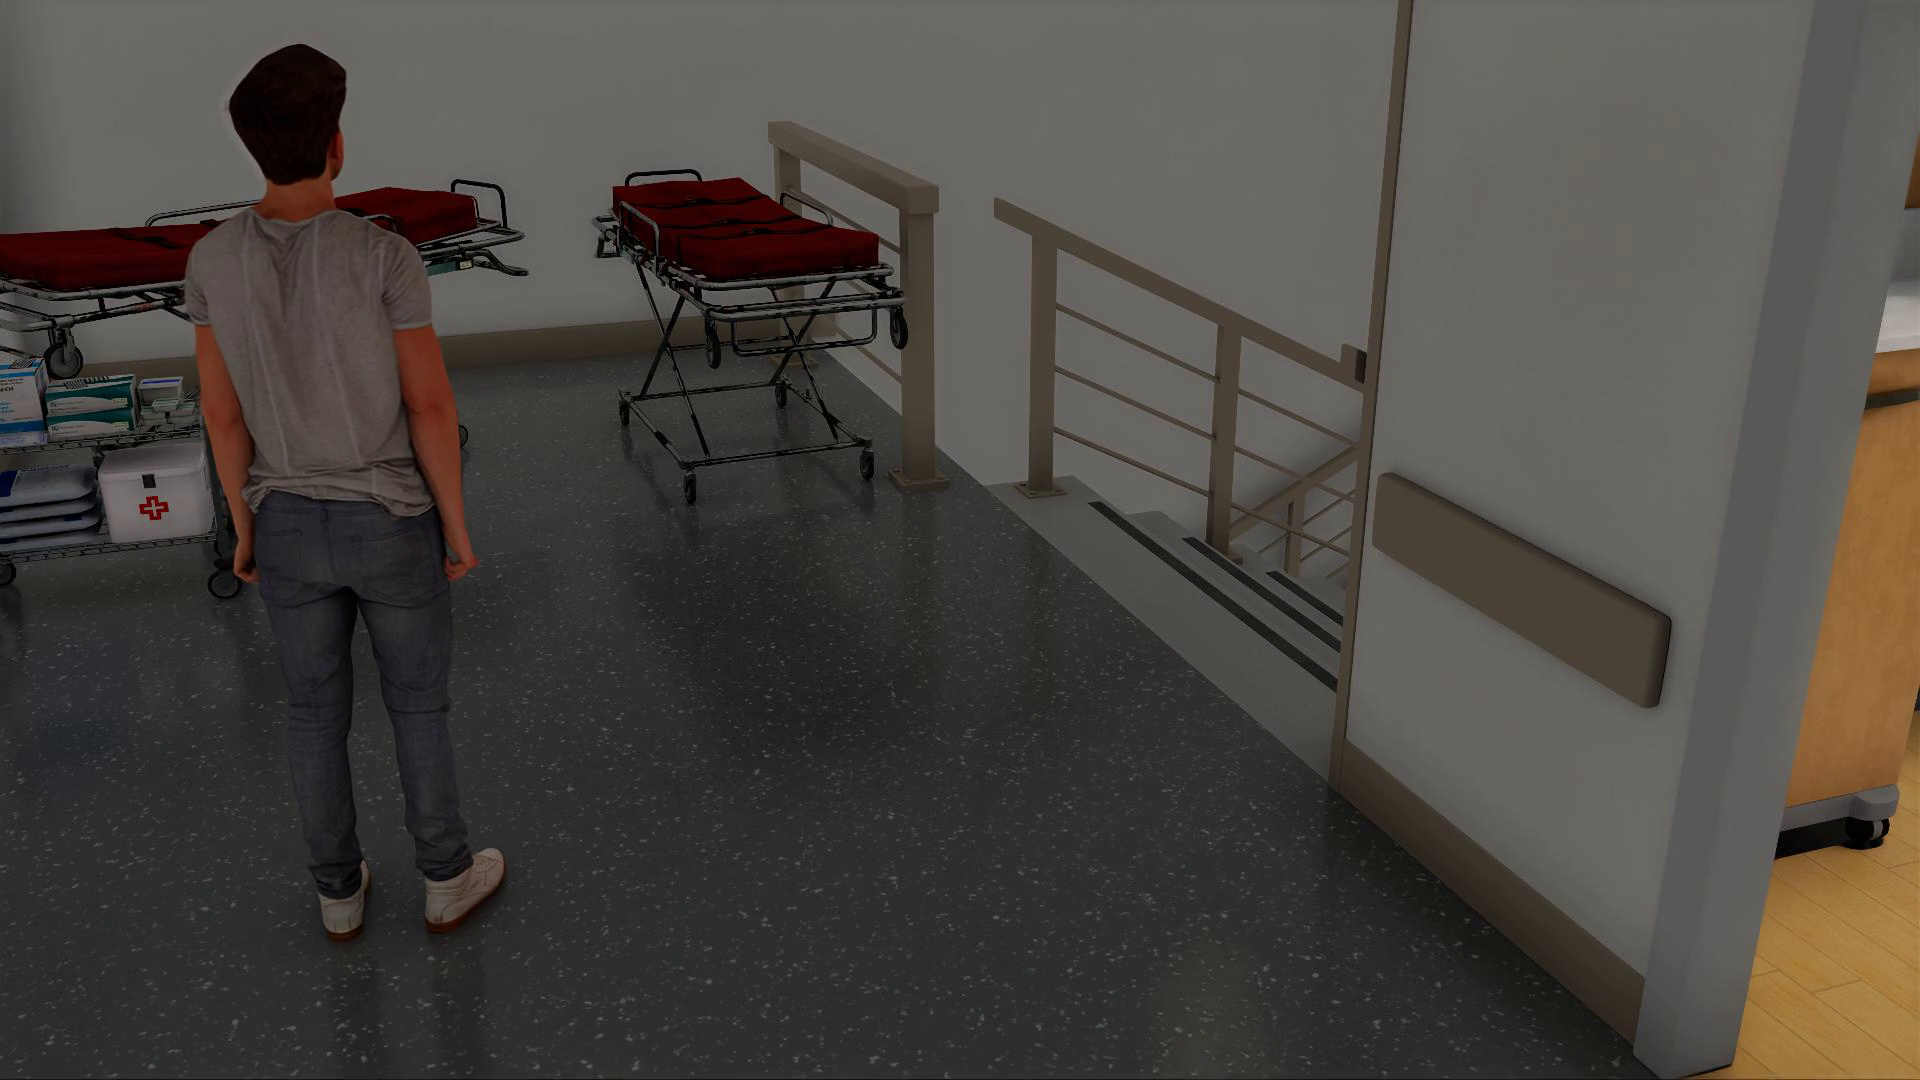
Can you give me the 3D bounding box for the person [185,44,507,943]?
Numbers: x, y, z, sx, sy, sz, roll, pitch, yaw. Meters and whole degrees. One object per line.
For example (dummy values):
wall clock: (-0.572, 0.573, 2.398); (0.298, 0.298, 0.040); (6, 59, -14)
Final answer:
person: (-1.277, -0.042, 3.450); (0.713, 1.898, 0.656); (-1, 21, -4)
